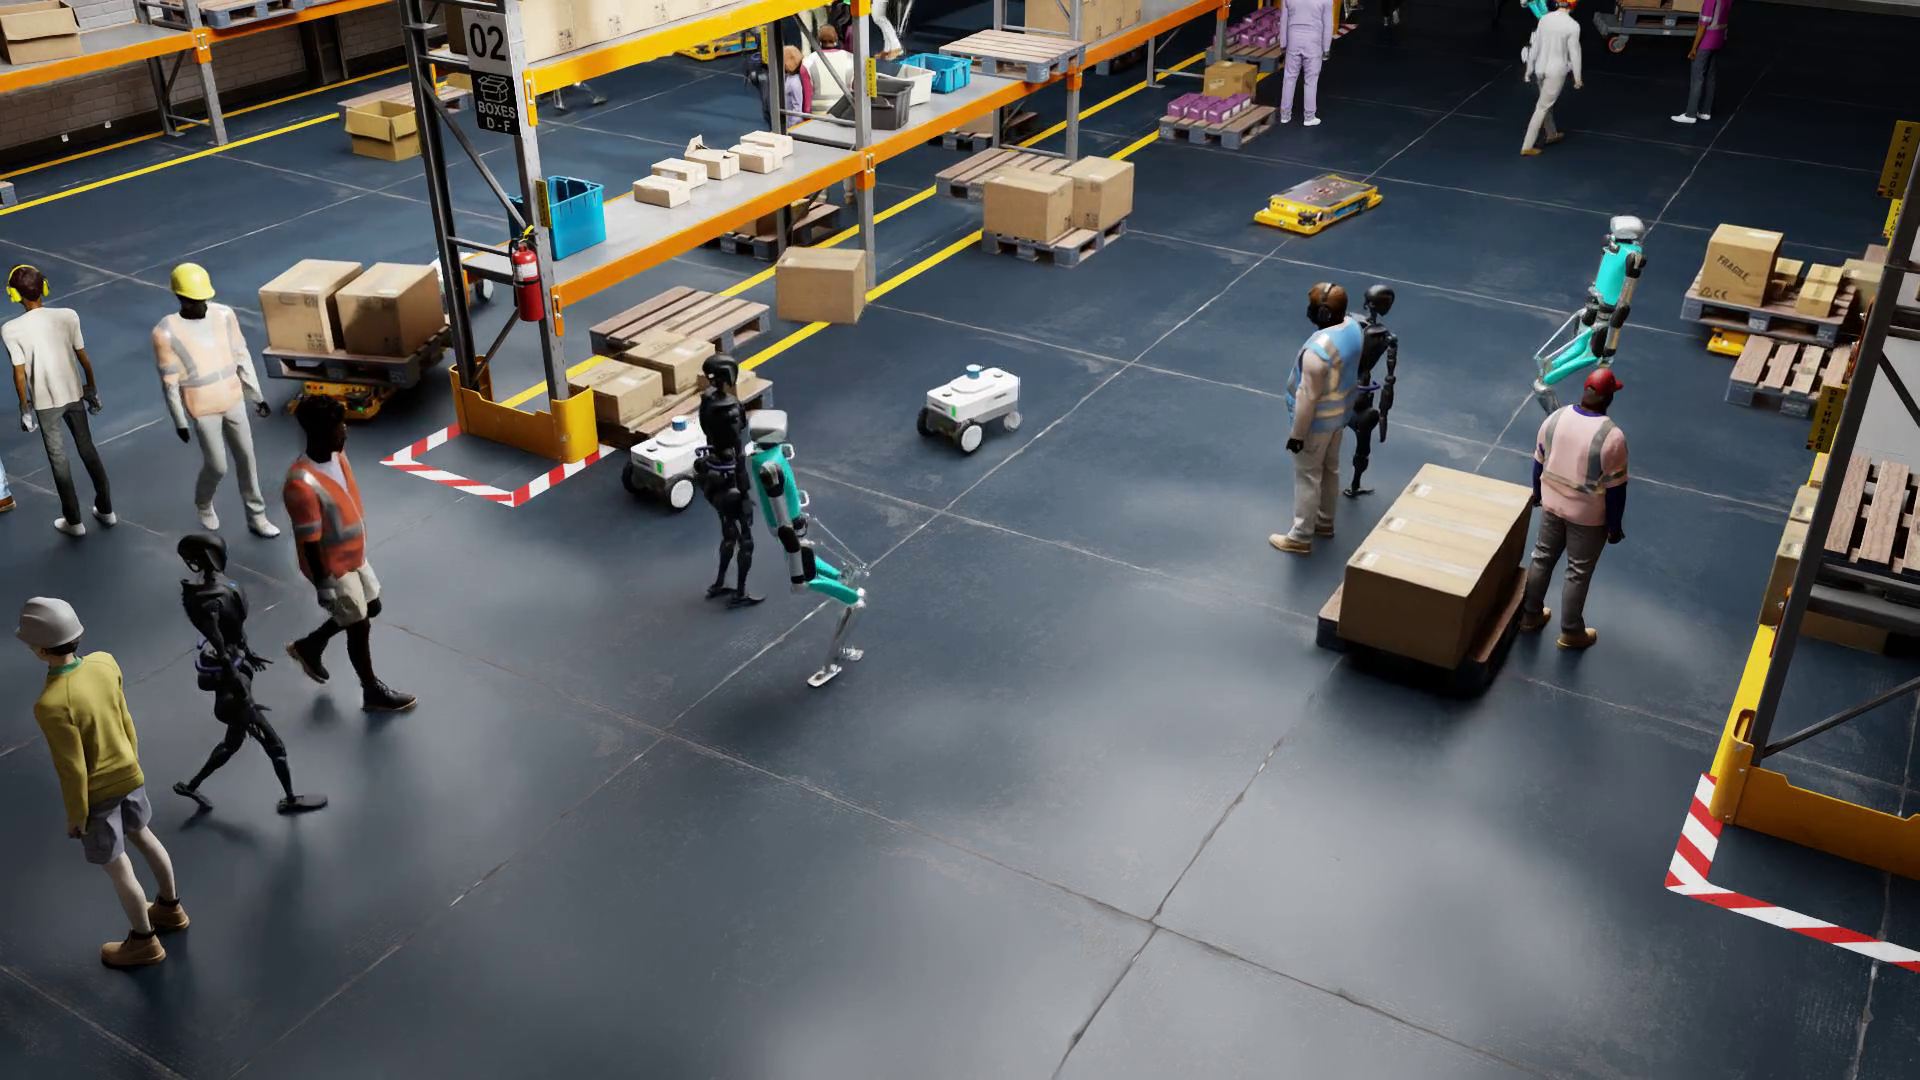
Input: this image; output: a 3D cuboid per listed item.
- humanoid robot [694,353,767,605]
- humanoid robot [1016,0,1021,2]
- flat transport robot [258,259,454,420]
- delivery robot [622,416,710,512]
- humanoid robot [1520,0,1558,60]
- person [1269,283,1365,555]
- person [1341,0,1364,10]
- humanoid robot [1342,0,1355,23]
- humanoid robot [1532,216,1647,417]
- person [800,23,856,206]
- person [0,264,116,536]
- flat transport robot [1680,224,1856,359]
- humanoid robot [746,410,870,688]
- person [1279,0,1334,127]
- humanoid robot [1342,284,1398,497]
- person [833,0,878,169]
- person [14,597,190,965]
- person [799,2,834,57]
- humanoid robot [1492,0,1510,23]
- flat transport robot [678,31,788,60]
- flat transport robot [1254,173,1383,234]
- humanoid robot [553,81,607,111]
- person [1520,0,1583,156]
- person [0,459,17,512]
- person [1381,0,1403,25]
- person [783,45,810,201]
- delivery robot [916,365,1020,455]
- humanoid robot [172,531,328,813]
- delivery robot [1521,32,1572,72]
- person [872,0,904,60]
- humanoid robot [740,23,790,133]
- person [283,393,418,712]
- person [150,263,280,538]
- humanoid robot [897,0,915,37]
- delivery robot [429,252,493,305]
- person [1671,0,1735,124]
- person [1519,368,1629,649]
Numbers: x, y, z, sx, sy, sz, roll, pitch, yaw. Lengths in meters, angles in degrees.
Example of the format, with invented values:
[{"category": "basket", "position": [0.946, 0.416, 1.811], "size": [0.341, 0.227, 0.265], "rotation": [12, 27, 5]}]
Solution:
[{"category": "humanoid robot", "position": [-1.421, -0.376, 10.181], "size": [0.369, 1.660, 0.586], "rotation": [-16, 33, -26]}, {"category": "humanoid robot", "position": [0.790, -9.281, 25.978], "size": [0.622, 1.633, 0.606], "rotation": [-3, 30, -5]}, {"category": "flat transport robot", "position": [-4.735, -1.357, 13.342], "size": [0.659, 0.231, 1.431], "rotation": [5, 30, 8]}, {"category": "delivery robot", "position": [-1.960, -0.581, 11.670], "size": [0.499, 0.586, 0.773], "rotation": [23, 36, 34]}, {"category": "humanoid robot", "position": [7.892, -7.307, 22.393], "size": [0.540, 1.819, 0.680], "rotation": [-17, 34, -27]}, {"category": "person", "position": [2.300, -0.783, 10.737], "size": [0.429, 1.839, 0.622], "rotation": [21, 36, 32]}, {"category": "person", "position": [6.016, -9.005, 25.362], "size": [0.572, 1.748, 0.336], "rotation": [24, 37, 36]}, {"category": "humanoid robot", "position": [5.505, -8.528, 24.550], "size": [0.995, 1.775, 0.548], "rotation": [23, 37, 34]}, {"category": "humanoid robot", "position": [4.431, -1.486, 12.014], "size": [0.737, 1.717, 0.532], "rotation": [-1, 30, -2]}, {"category": "person", "position": [-1.323, -4.341, 17.024], "size": [0.633, 1.839, 0.429], "rotation": [-9, 31, -15]}, {"category": "person", "position": [-5.946, -0.915, 10.954], "size": [0.353, 1.856, 0.515], "rotation": [20, 35, 31]}, {"category": "flat transport robot", "position": [6.881, -1.861, 14.234], "size": [0.659, 0.231, 1.431], "rotation": [17, 34, 27]}, {"category": "humanoid robot", "position": [-0.750, 0.058, 9.348], "size": [0.811, 1.772, 0.635], "rotation": [-5, 30, -9]}, {"category": "person", "position": [4.084, -5.857, 19.641], "size": [0.648, 1.907, 0.413], "rotation": [15, 33, 24]}, {"category": "humanoid robot", "position": [2.655, -0.955, 11.265], "size": [0.724, 1.630, 0.607], "rotation": [-19, 35, -30]}, {"category": "person", "position": [-1.156, -5.043, 18.154], "size": [0.421, 1.950, 0.499], "rotation": [-8, 30, -14]}, {"category": "person", "position": [-3.800, 1.078, 7.389], "size": [0.381, 1.891, 0.482], "rotation": [5, 30, 8]}, {"category": "person", "position": [-1.946, -7.208, 22.243], "size": [0.623, 1.686, 0.823], "rotation": [6, 30, 11]}, {"category": "humanoid robot", "position": [8.088, -8.563, 24.675], "size": [0.586, 1.621, 0.618], "rotation": [4, 30, 8]}, {"category": "flat transport robot", "position": [-3.180, -6.953, 23.241], "size": [1.431, 0.231, 0.659], "rotation": [-22, 36, -34]}, {"category": "flat transport robot", "position": [3.690, -3.451, 17.046], "size": [0.659, 0.231, 1.431], "rotation": [24, 37, 36]}, {"category": "humanoid robot", "position": [-4.723, -6.007, 20.123], "size": [0.540, 1.766, 1.043], "rotation": [17, 33, 27]}, {"category": "person", "position": [6.731, -5.277, 18.660], "size": [0.939, 1.853, 0.586], "rotation": [-18, 34, -29]}, {"category": "person", "position": [-6.794, -1.096, 11.129], "size": [0.394, 1.991, 0.621], "rotation": [-20, 35, -31]}, {"category": "person", "position": [6.381, -8.435, 24.372], "size": [0.758, 1.737, 0.480], "rotation": [7, 30, 12]}, {"category": "person", "position": [-1.690, -4.248, 17.067], "size": [0.292, 1.632, 0.496], "rotation": [-3, 30, -6]}, {"category": "delivery robot", "position": [0.081, -1.002, 12.437], "size": [0.799, 0.608, 0.499], "rotation": [-24, 37, -36]}, {"category": "humanoid robot", "position": [-3.707, 0.692, 8.338], "size": [0.742, 1.653, 0.603], "rotation": [-9, 31, -16]}, {"category": "delivery robot", "position": [7.913, -6.591, 22.311], "size": [0.502, 0.596, 0.767], "rotation": [-3, 30, -5]}, {"category": "person", "position": [-1.054, -7.475, 22.519], "size": [0.411, 1.898, 0.738], "rotation": [-9, 31, -15]}, {"category": "humanoid robot", "position": [-2.194, -5.356, 18.992], "size": [0.616, 1.638, 0.373], "rotation": [2, 30, 4]}, {"category": "person", "position": [-3.462, 0.088, 9.090], "size": [0.655, 1.939, 0.601], "rotation": [1, 29, 2]}, {"category": "person", "position": [-4.872, -0.901, 10.871], "size": [0.567, 1.904, 0.605], "rotation": [18, 34, 28]}, {"category": "humanoid robot", "position": [-0.831, -8.088, 23.789], "size": [0.546, 1.807, 0.730], "rotation": [19, 34, 30]}, {"category": "delivery robot", "position": [-4.498, -2.272, 14.690], "size": [0.499, 0.614, 0.817], "rotation": [4, 30, 8]}, {"category": "person", "position": [8.901, -5.901, 19.785], "size": [0.520, 1.840, 0.316], "rotation": [-19, 35, -30]}, {"category": "person", "position": [3.627, -0.190, 9.770], "size": [0.419, 1.753, 0.612], "rotation": [-20, 35, -31]}]
